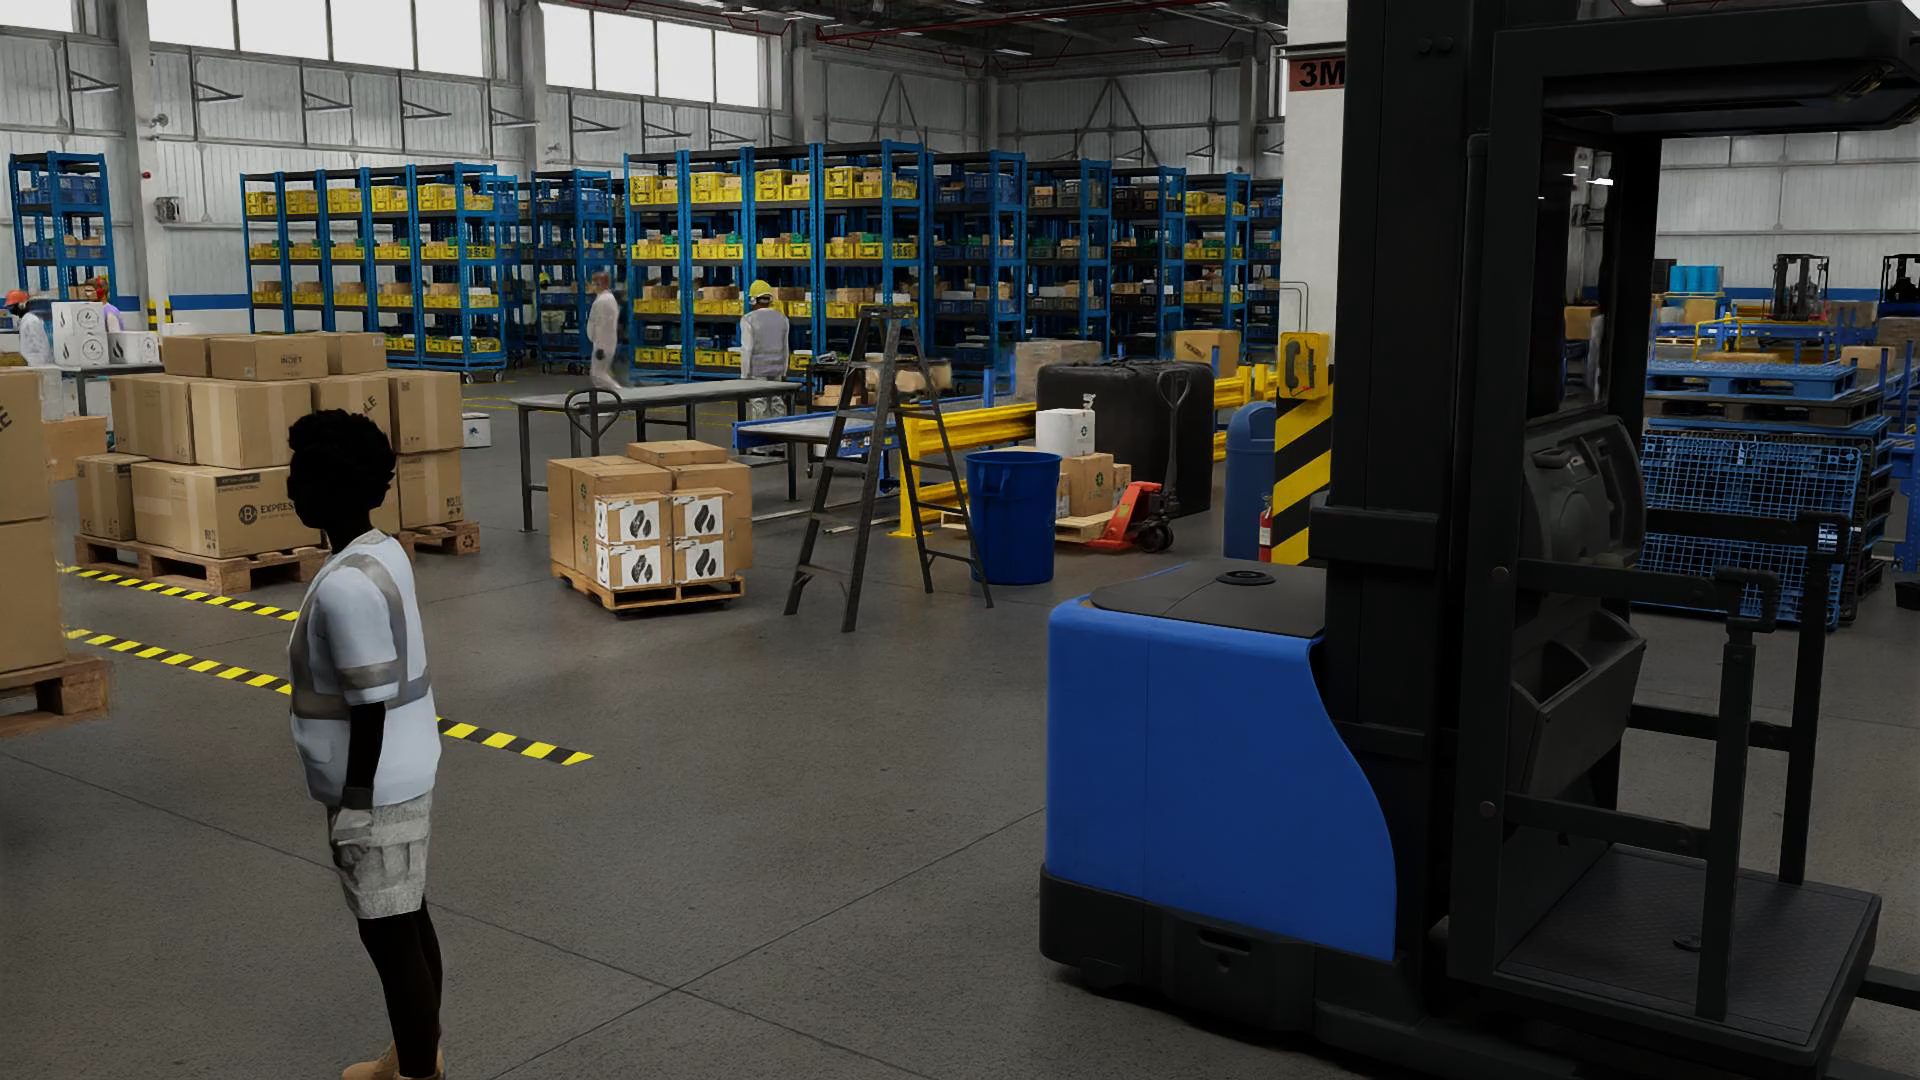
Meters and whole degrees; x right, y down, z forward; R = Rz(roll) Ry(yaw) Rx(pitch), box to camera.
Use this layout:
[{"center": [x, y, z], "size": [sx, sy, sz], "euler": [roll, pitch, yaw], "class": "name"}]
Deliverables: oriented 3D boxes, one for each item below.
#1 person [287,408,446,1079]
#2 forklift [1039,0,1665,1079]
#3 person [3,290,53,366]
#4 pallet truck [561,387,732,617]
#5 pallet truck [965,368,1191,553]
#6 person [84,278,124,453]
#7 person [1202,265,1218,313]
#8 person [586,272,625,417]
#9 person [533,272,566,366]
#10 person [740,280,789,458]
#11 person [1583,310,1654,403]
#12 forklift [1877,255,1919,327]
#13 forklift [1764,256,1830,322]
[{"center": [-1.350, 0.548, 3.798], "size": [0.318, 1.695, 0.539], "euler": [-2, 10, -13], "class": "person"}, {"center": [1.249, -0.137, 4.360], "size": [1.873, 2.768, 1.129], "euler": [7, 12, 35], "class": "forklift"}, {"center": [-10.758, -2.051, 19.316], "size": [0.866, 1.680, 0.587], "euler": [-6, 11, -33], "class": "person"}, {"center": [-1.981, -0.274, 10.088], "size": [0.680, 1.201, 1.601], "euler": [-5, 11, -28], "class": "pallet truck"}, {"center": [0.845, -0.609, 11.869], "size": [1.630, 1.274, 0.653], "euler": [7, 12, 35], "class": "pallet truck"}, {"center": [-9.019, -1.851, 17.644], "size": [0.374, 1.843, 0.568], "euler": [-8, 13, -41], "class": "person"}, {"center": [7.322, -7.115, 48.550], "size": [0.612, 1.995, 0.376], "euler": [9, 13, 42], "class": "person"}, {"center": [-4.551, -2.505, 21.414], "size": [0.537, 1.883, 0.655], "euler": [-1, 10, -5], "class": "person"}, {"center": [-7.921, -4.262, 32.141], "size": [0.626, 1.798, 0.506], "euler": [-2, 10, -13], "class": "person"}, {"center": [-1.996, -1.706, 16.817], "size": [0.592, 1.833, 0.404], "euler": [-9, 13, -44], "class": "person"}, {"center": [5.887, -1.434, 14.949], "size": [0.607, 1.926, 0.855], "euler": [6, 11, 33], "class": "person"}, {"center": [22.089, -5.634, 38.796], "size": [1.157, 1.987, 2.680], "euler": [6, 11, 33], "class": "forklift"}, {"center": [20.253, -5.854, 40.139], "size": [1.157, 1.987, 2.680], "euler": [7, 12, 35], "class": "forklift"}]
